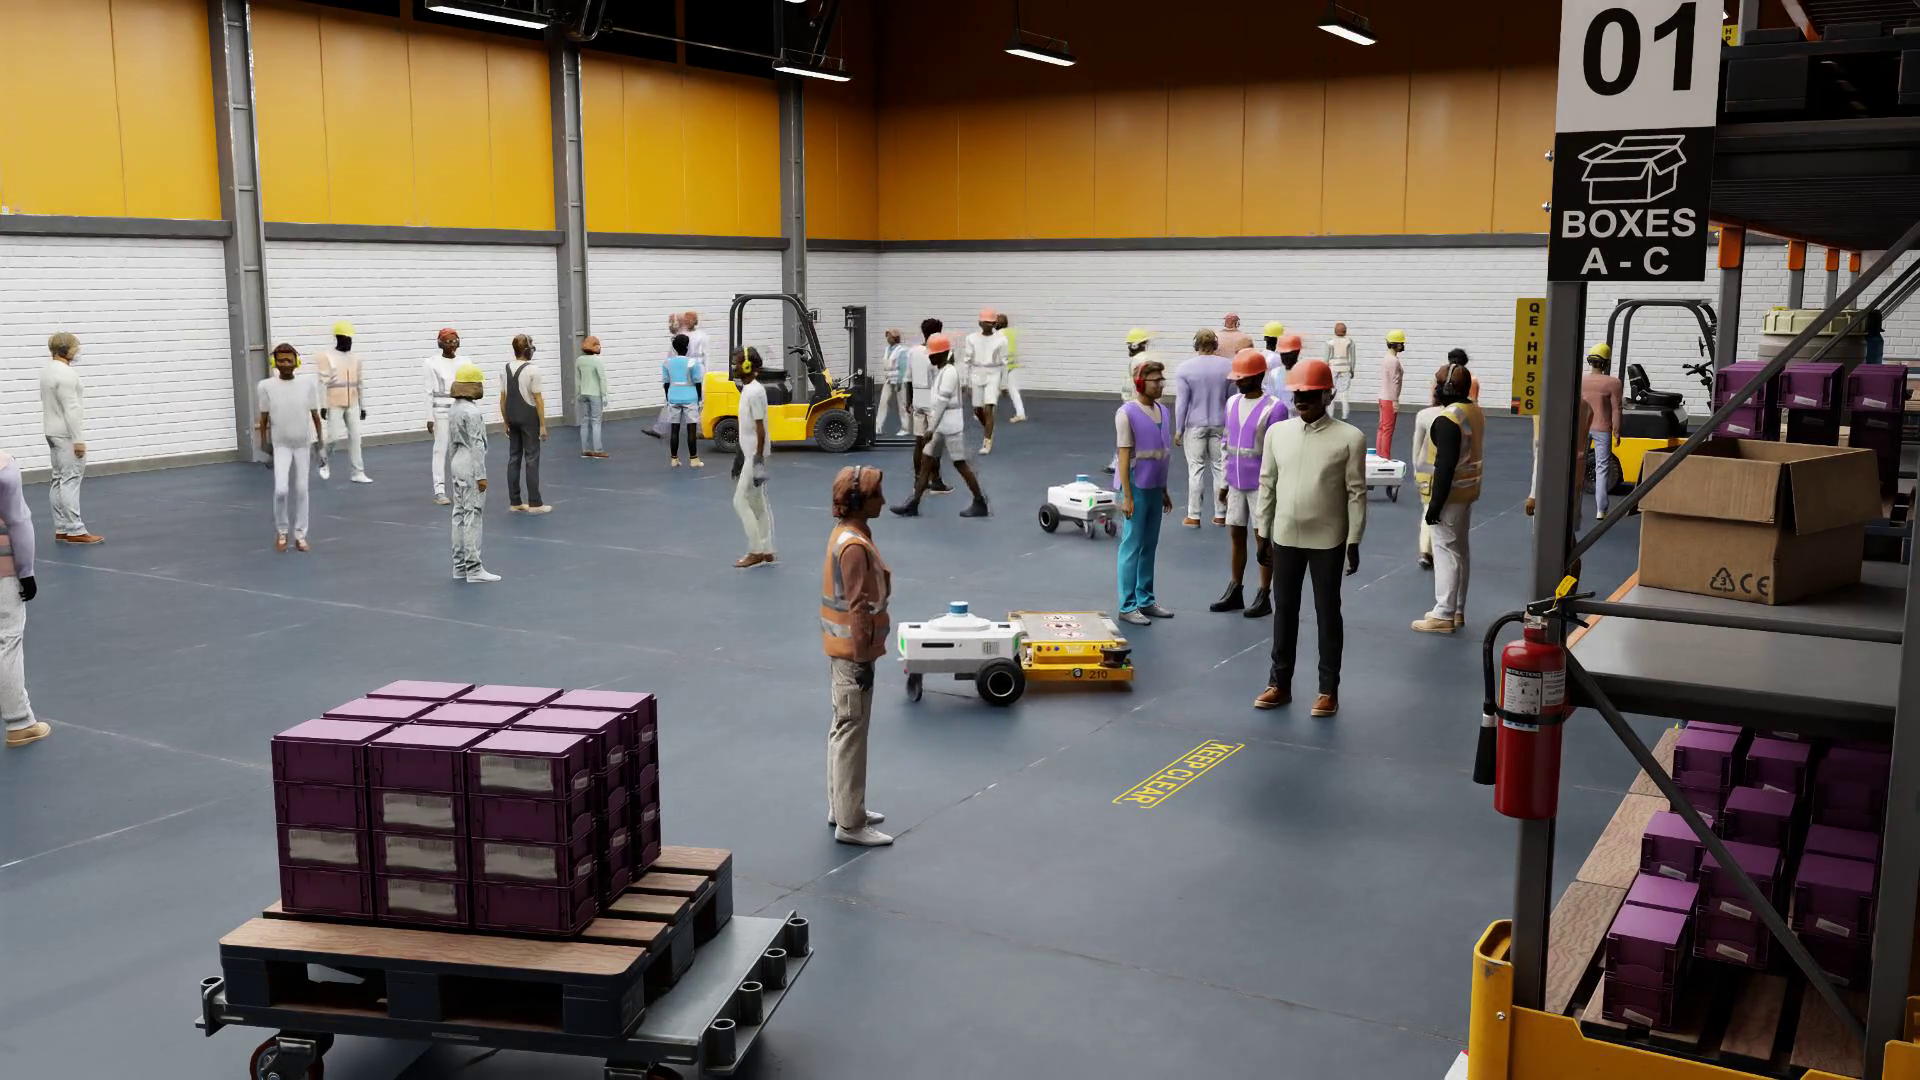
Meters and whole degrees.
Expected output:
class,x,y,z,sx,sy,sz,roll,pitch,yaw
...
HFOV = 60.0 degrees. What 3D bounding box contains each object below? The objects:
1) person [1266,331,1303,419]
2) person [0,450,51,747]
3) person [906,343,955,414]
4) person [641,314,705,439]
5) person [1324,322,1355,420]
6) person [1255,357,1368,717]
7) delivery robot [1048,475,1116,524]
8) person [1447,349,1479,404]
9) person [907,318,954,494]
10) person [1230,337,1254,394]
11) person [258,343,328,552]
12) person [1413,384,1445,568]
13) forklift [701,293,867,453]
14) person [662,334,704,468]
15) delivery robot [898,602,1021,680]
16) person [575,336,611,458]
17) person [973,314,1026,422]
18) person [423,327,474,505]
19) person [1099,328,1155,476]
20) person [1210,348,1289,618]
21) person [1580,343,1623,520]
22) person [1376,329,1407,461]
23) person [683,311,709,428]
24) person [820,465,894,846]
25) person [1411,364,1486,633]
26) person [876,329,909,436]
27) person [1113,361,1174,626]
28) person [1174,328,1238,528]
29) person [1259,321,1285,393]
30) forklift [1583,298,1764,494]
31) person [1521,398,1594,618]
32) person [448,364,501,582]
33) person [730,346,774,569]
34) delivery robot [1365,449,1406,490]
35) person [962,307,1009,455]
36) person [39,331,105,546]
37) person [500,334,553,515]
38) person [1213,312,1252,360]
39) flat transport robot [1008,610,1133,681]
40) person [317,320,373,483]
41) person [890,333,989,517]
class,x,y,z,sx,sy,sz,roll,pitch,yaw
person,3.169,-1.033,15.887,0.608,1.905,0.689,7,12,38
person,-5.085,0.167,8.598,0.622,1.844,0.429,-1,9,-4
person,-0.355,-1.776,20.692,0.613,1.873,1.021,2,9,14
person,-4.207,-2.400,24.584,0.995,1.856,0.641,-2,9,-11
person,6.362,-2.824,27.898,0.517,1.640,0.312,2,9,10
person,1.939,-0.017,9.269,0.625,1.992,0.386,6,11,32
delivery robot,1.146,-0.372,15.674,0.477,0.478,0.707,-6,11,-34
person,5.352,-1.239,17.941,0.713,1.644,0.549,-7,11,-36
person,-0.328,-1.499,18.604,0.361,1.964,0.613,-9,13,-44
person,3.824,-1.938,22.464,0.805,1.602,0.503,-8,12,-41
person,-5.859,-0.807,14.654,0.525,1.856,0.465,-5,11,-30
person,4.068,-0.567,13.980,0.541,1.588,0.873,4,10,21
forklift,-2.458,-2.344,23.176,2.313,2.155,1.214,0,9,-2
person,-3.488,-1.746,20.984,0.535,1.699,0.318,2,9,14
delivery robot,-0.008,0.600,9.607,0.707,0.478,0.477,0,9,-1
person,-4.904,-1.906,22.184,0.507,1.631,0.268,6,11,32
person,0.705,-2.844,27.564,0.976,1.793,0.646,7,11,36
person,-5.440,-1.323,17.773,0.352,1.881,0.576,9,13,44
person,2.112,-1.649,20.076,0.767,1.797,0.616,4,10,25
person,2.070,-0.407,11.917,0.384,1.927,0.543,-8,12,-40
person,6.346,-1.082,16.633,0.533,1.767,0.326,7,11,36
person,5.363,-1.726,20.650,0.328,1.769,0.525,0,9,2
person,-4.258,-2.712,26.483,0.600,1.869,0.544,2,9,14
person,-0.448,0.491,7.204,0.308,1.639,0.523,-1,9,-8
person,3.344,-0.285,11.420,0.429,1.844,0.626,6,11,32
person,-1.073,-2.350,25.021,0.728,1.610,0.545,-8,12,-40
person,1.290,-0.340,11.738,0.389,1.849,0.566,7,11,37
person,2.366,-1.073,16.049,0.627,1.936,0.376,-2,9,-9
person,3.453,-1.464,18.509,0.368,1.925,0.594,-3,10,-19
forklift,7.954,-1.589,18.462,2.313,2.155,1.214,5,11,30
person,4.168,-0.374,11.677,0.547,1.938,0.378,-6,11,-34
person,-3.900,-0.537,13.302,0.318,1.741,0.493,-7,12,-38
person,-1.785,-0.685,13.903,0.514,1.859,0.558,-1,9,-8
delivery robot,4.453,-0.748,18.022,0.707,0.478,0.477,0,9,-1
person,0.384,-2.196,22.840,0.626,2.013,0.910,3,10,18
person,-8.089,-0.918,15.068,0.372,1.941,0.627,-9,13,-44
person,-4.446,-1.177,16.975,0.517,1.843,0.325,4,10,24
person,3.887,-2.315,23.889,0.651,1.907,0.409,2,9,15
flat transport robot,0.666,0.645,10.443,0.652,0.197,1.431,1,8,-2
person,-7.245,-1.614,19.483,0.646,1.911,0.639,6,11,35
person,-0.167,-1.138,16.701,0.992,1.874,0.533,-3,9,-16
